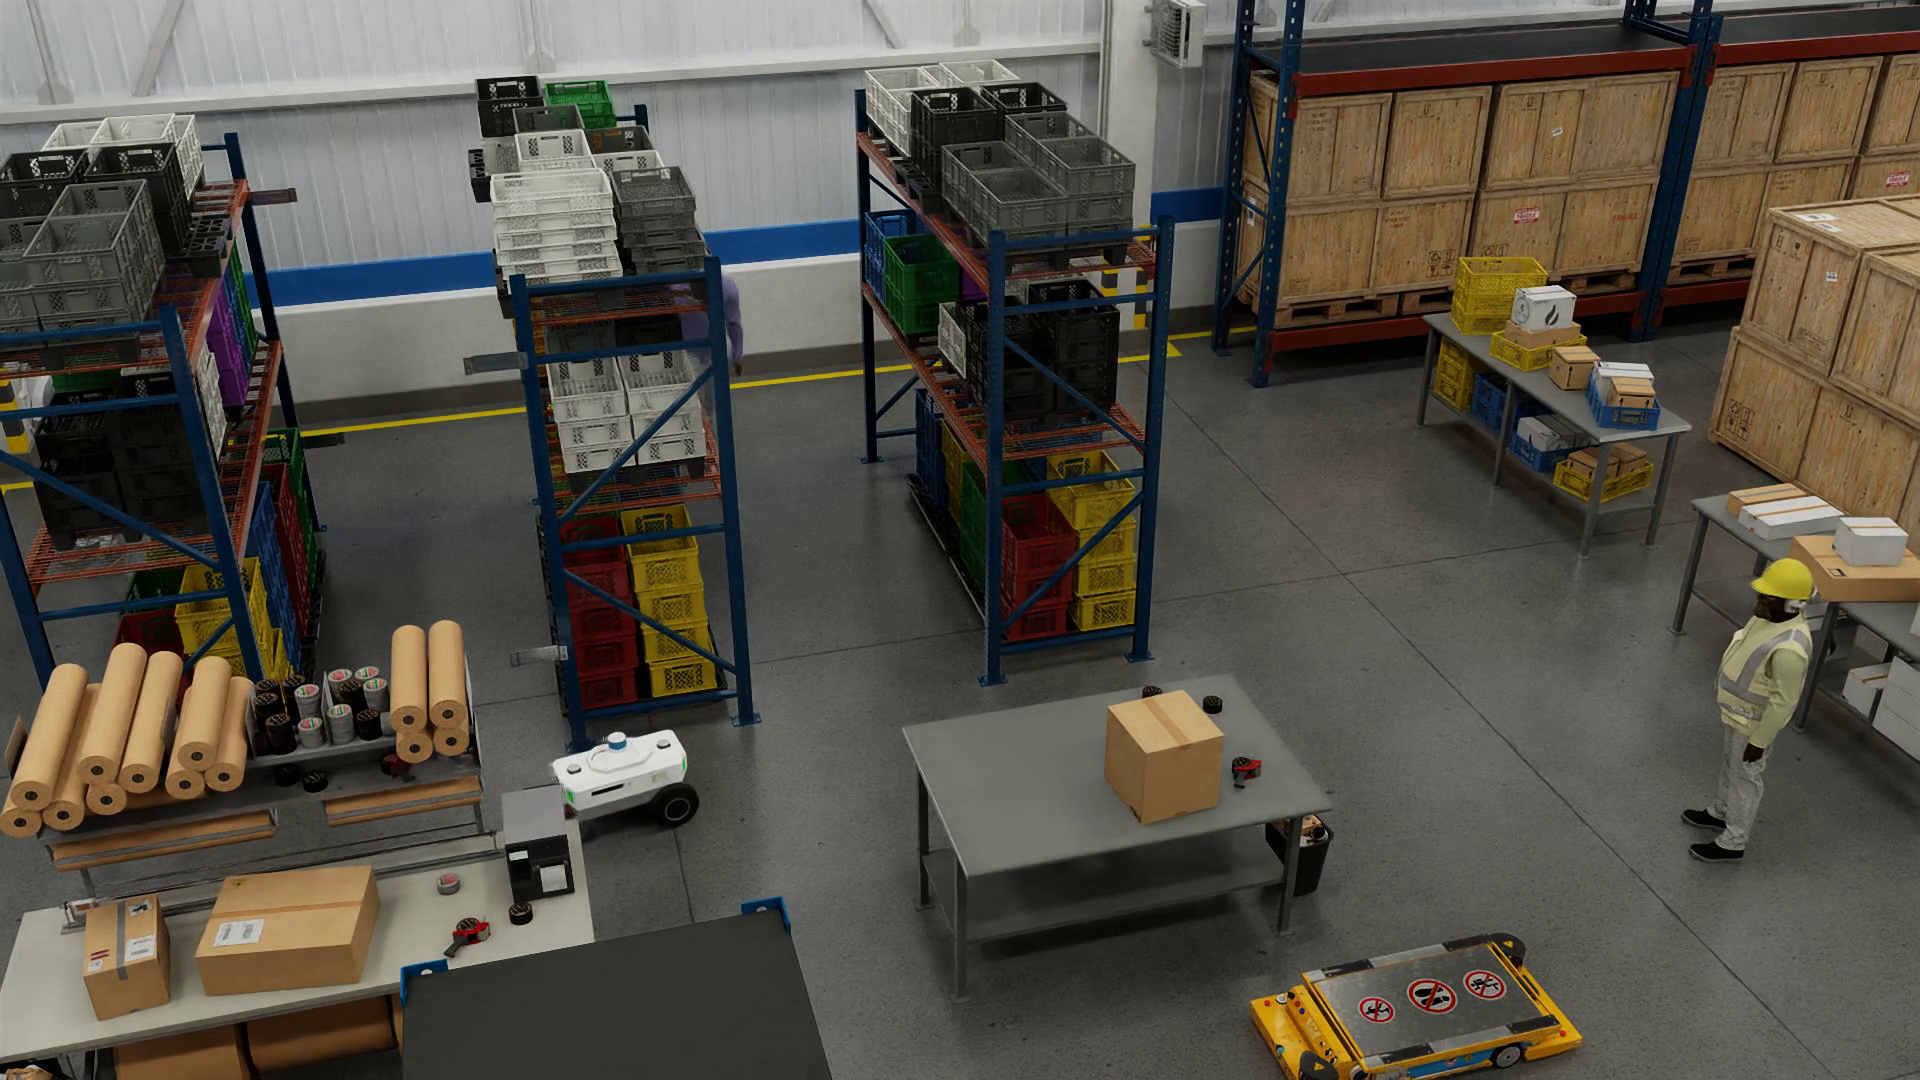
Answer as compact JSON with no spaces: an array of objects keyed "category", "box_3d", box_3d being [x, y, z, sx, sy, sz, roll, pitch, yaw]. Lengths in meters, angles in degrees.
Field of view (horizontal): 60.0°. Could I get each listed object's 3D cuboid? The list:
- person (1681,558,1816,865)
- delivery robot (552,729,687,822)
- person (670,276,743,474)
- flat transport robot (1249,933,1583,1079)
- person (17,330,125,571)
[{"category":"person","box_3d":[4.221,0.904,8.877,0.404,1.831,0.601,7,30,13]},{"category":"delivery robot","box_3d":[-1.913,1.307,9.369,0.707,0.478,0.477,-14,32,-23]},{"category":"person","box_3d":[-2.049,-1.461,13.135,0.664,1.878,1.050,-10,30,-17]},{"category":"flat transport robot","box_3d":[2.184,2.282,7.980,1.431,0.197,0.652,-8,30,-14]},{"category":"person","box_3d":[-6.283,-0.649,11.650,0.583,1.882,0.337,18,33,29]}]
